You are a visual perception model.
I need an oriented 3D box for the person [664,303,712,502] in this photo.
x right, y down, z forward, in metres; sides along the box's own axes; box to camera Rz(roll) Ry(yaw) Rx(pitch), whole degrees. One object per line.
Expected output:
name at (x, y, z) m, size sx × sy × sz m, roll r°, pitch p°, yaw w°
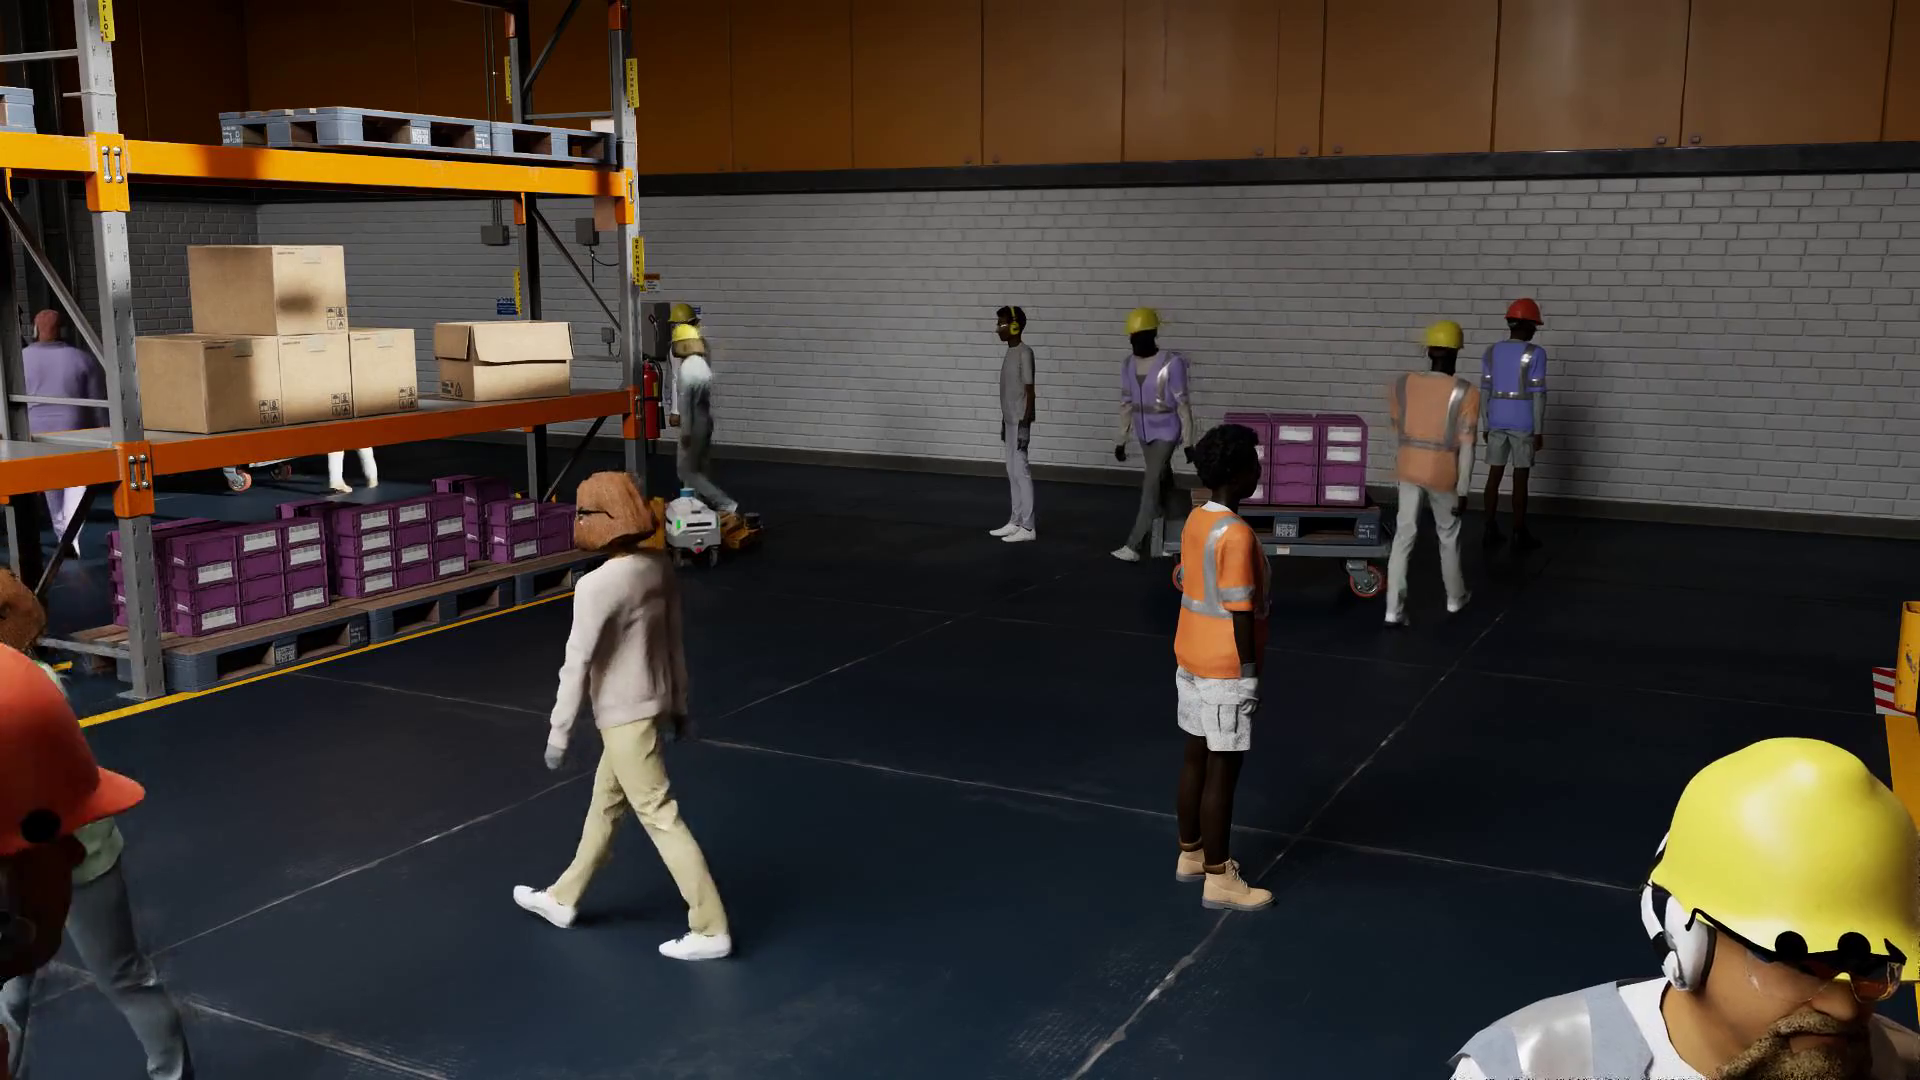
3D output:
person at (-2.467, -1.223, 15.058) m, size 0.403 × 1.832 × 0.593 m, roll 4°, pitch 10°, yaw 21°

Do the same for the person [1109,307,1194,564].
person at (1.382, -0.765, 12.263) m, size 0.940 × 1.872 × 0.596 m, roll -7°, pitch 12°, yaw -35°

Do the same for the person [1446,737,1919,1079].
person at (0.774, 1.084, 1.739) m, size 0.595 × 1.828 × 0.403 m, roll 0°, pitch 10°, yaw 2°

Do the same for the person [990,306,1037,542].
person at (0.438, -0.915, 13.191) m, size 0.310 × 1.861 × 0.534 m, roll -3°, pitch 10°, yaw -15°

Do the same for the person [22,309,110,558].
person at (-6.798, -0.808, 12.568) m, size 0.656 × 1.869 × 0.958 m, roll -3°, pitch 10°, yaw -19°

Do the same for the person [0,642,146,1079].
person at (-0.840, 1.034, 1.626) m, size 0.647 × 1.950 × 0.962 m, roll 5°, pitch 11°, yaw 28°

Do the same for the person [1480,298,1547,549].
person at (4.295, -0.897, 12.889) m, size 0.384 × 1.930 × 0.547 m, roll -8°, pitch 12°, yaw -38°

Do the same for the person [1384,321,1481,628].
person at (2.906, -0.407, 10.231) m, size 0.592 × 1.872 × 1.032 m, roll 7°, pitch 12°, yaw 35°

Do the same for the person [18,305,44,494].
person at (-8.971, -1.340, 15.733) m, size 0.625 × 1.835 × 0.430 m, roll 6°, pitch 12°, yaw 32°

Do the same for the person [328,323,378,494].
person at (-5.877, -1.334, 15.902) m, size 0.685 × 1.801 × 0.879 m, roll -1°, pitch 10°, yaw -4°

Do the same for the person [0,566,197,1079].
person at (-2.246, 0.809, 3.992) m, size 0.502 × 1.574 × 0.815 m, roll 9°, pitch 13°, yaw 42°

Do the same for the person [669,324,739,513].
person at (-2.089, -0.882, 13.438) m, size 0.585 × 1.708 × 0.531 m, roll 2°, pitch 10°, yaw 12°

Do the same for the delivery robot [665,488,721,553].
delivery robot at (-1.994, -0.136, 12.183) m, size 0.477 × 0.478 × 0.707 m, roll -4°, pitch 11°, yaw -22°

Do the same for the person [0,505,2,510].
person at (-8.080, -0.903, 13.262) m, size 0.672 × 1.815 × 0.604 m, roll -2°, pitch 10°, yaw -10°

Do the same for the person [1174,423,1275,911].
person at (0.925, 0.437, 5.837) m, size 0.318 × 1.699 × 0.535 m, roll -2°, pitch 10°, yaw -11°

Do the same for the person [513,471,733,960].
person at (-1.119, 0.568, 5.386) m, size 0.871 × 1.578 × 0.524 m, roll 3°, pitch 10°, yaw 18°

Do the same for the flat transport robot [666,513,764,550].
flat transport robot at (-2.319, -0.093, 13.030) m, size 1.431 × 0.197 × 0.652 m, roll 2°, pitch 10°, yaw 10°
